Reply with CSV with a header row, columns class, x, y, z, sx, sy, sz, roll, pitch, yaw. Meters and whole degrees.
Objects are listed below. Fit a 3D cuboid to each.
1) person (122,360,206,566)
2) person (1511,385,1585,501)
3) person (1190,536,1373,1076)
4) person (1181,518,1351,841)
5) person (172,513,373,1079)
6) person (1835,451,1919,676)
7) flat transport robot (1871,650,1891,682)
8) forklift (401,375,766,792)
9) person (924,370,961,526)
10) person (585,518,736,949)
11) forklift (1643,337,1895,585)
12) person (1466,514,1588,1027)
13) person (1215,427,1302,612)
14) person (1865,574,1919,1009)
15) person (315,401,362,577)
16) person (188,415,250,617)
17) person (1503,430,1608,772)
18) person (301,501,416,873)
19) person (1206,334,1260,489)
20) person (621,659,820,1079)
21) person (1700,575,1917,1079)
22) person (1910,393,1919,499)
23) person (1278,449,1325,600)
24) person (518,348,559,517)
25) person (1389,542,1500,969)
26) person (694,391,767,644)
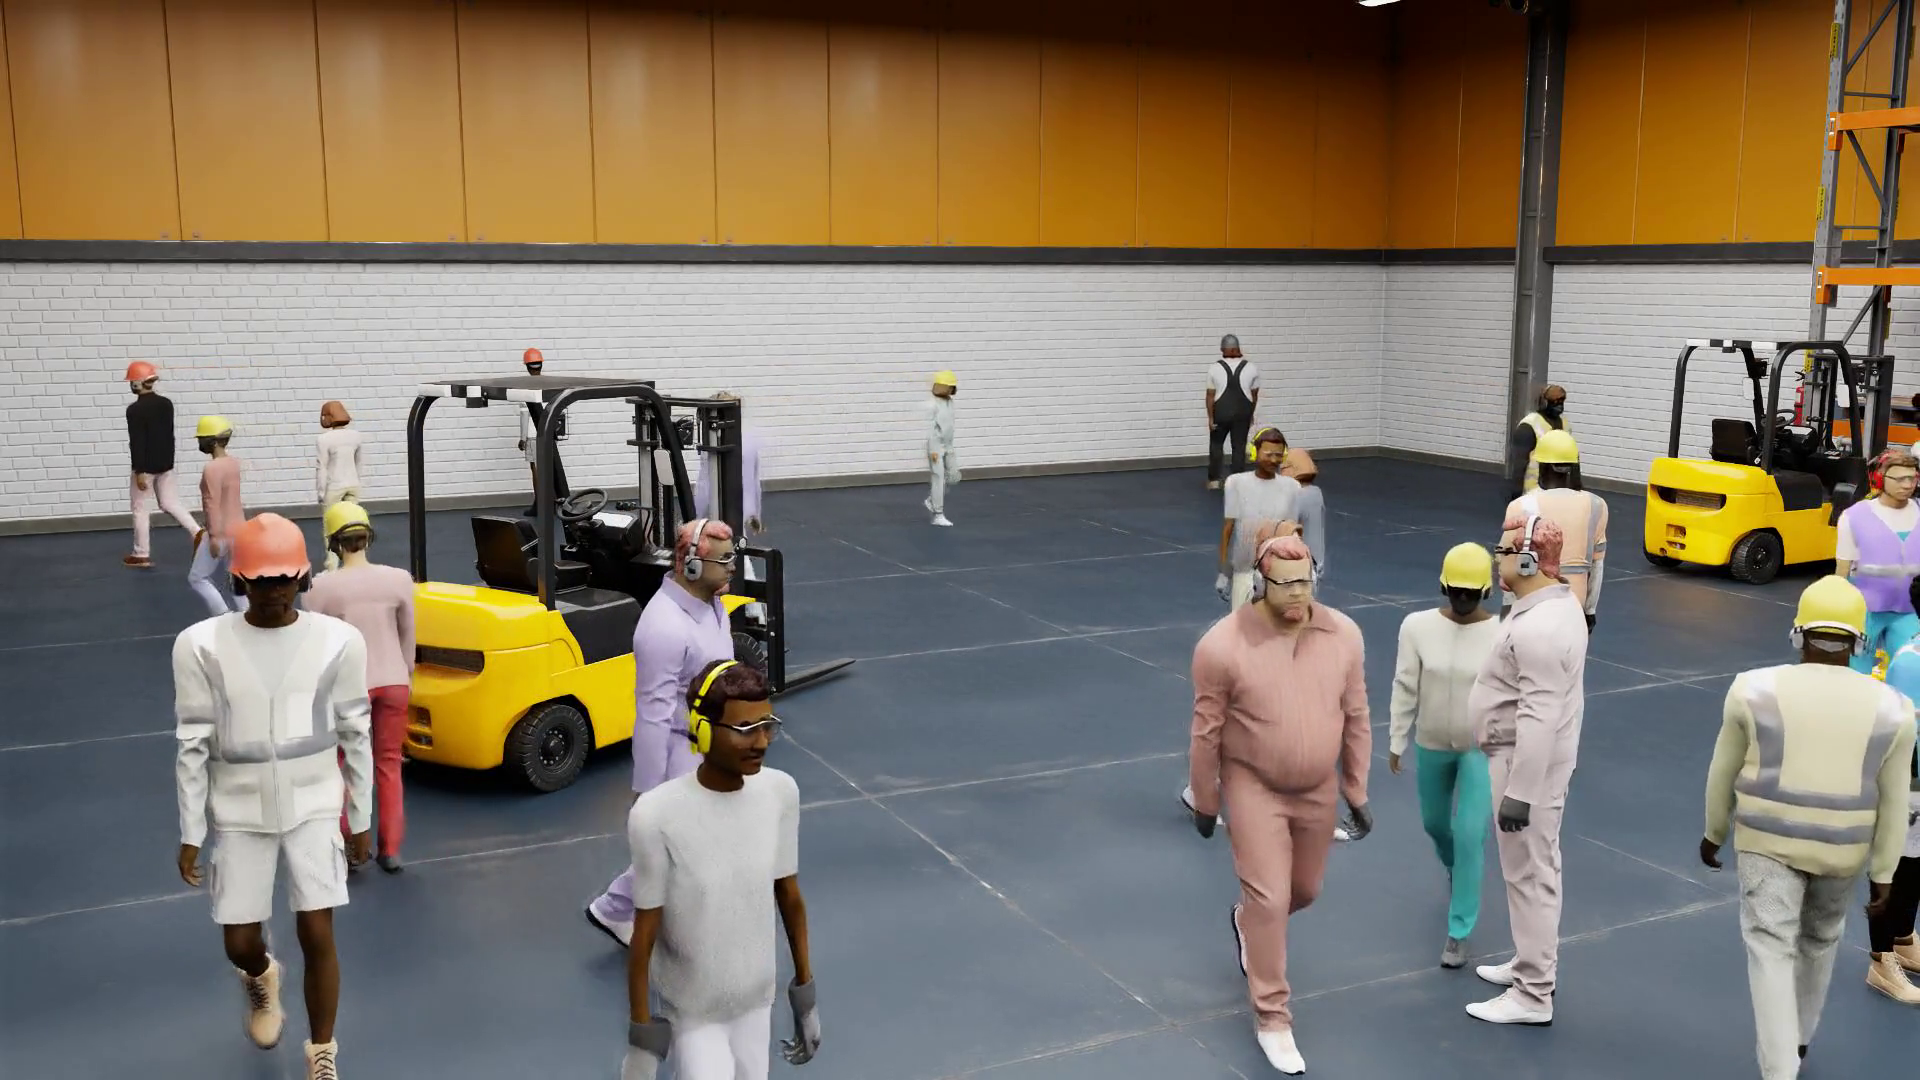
class,x,y,z,sx,sy,sz,roll,pitch,yaw
person,-7.584,-0.715,15.734,0.829,1.973,0.625,3,9,15
person,5.237,-0.455,14.641,0.622,1.806,0.827,-7,11,-36
person,1.142,0.888,6.100,0.640,1.876,0.851,-3,10,-16
person,1.503,0.677,8.248,0.849,1.599,0.530,6,11,31
person,-2.289,0.895,5.587,0.629,2.017,0.720,-4,10,-23
person,5.086,0.419,9.113,0.624,1.829,0.626,0,9,-2
flat transport robot,6.866,0.861,11.217,1.431,0.197,0.652,-2,9,-15
forklift,-2.268,0.149,9.685,1.214,2.155,2.313,6,11,32
person,-0.210,-1.016,18.362,0.434,1.724,0.481,7,12,38
person,-1.175,0.829,6.491,0.676,1.870,0.666,1,9,6
forklift,7.551,-0.789,15.507,2.313,2.155,1.214,-4,10,-25
person,2.100,0.851,6.224,0.401,1.906,0.651,4,10,24
person,1.881,0.186,10.557,0.533,1.840,0.722,1,9,6
person,3.719,0.926,6.405,0.535,1.697,0.318,-9,13,-43
person,-5.685,-0.459,15.219,0.321,1.632,0.517,6,11,32
person,-5.478,-0.048,12.285,0.420,1.752,0.540,0,9,-1
person,3.278,0.350,9.253,0.587,1.930,0.360,-2,9,-10
person,-2.778,0.691,7.748,0.530,1.740,0.447,-6,11,-32
person,3.452,-1.638,21.244,0.691,2.000,0.819,0,9,2
person,-0.588,1.206,4.197,0.551,1.848,0.397,-9,13,-44
person,2.824,1.015,5.559,0.587,1.803,0.892,3,10,16
person,7.332,-0.169,12.488,0.634,1.929,0.503,-5,10,-27
person,2.410,0.179,11.361,0.730,1.602,0.520,7,11,35
person,-4.832,-1.227,19.033,0.376,1.932,0.543,7,12,38
person,2.100,0.826,6.927,0.555,1.730,0.776,5,10,29
person,-1.865,-0.168,12.553,0.957,1.897,0.661,3,10,20
